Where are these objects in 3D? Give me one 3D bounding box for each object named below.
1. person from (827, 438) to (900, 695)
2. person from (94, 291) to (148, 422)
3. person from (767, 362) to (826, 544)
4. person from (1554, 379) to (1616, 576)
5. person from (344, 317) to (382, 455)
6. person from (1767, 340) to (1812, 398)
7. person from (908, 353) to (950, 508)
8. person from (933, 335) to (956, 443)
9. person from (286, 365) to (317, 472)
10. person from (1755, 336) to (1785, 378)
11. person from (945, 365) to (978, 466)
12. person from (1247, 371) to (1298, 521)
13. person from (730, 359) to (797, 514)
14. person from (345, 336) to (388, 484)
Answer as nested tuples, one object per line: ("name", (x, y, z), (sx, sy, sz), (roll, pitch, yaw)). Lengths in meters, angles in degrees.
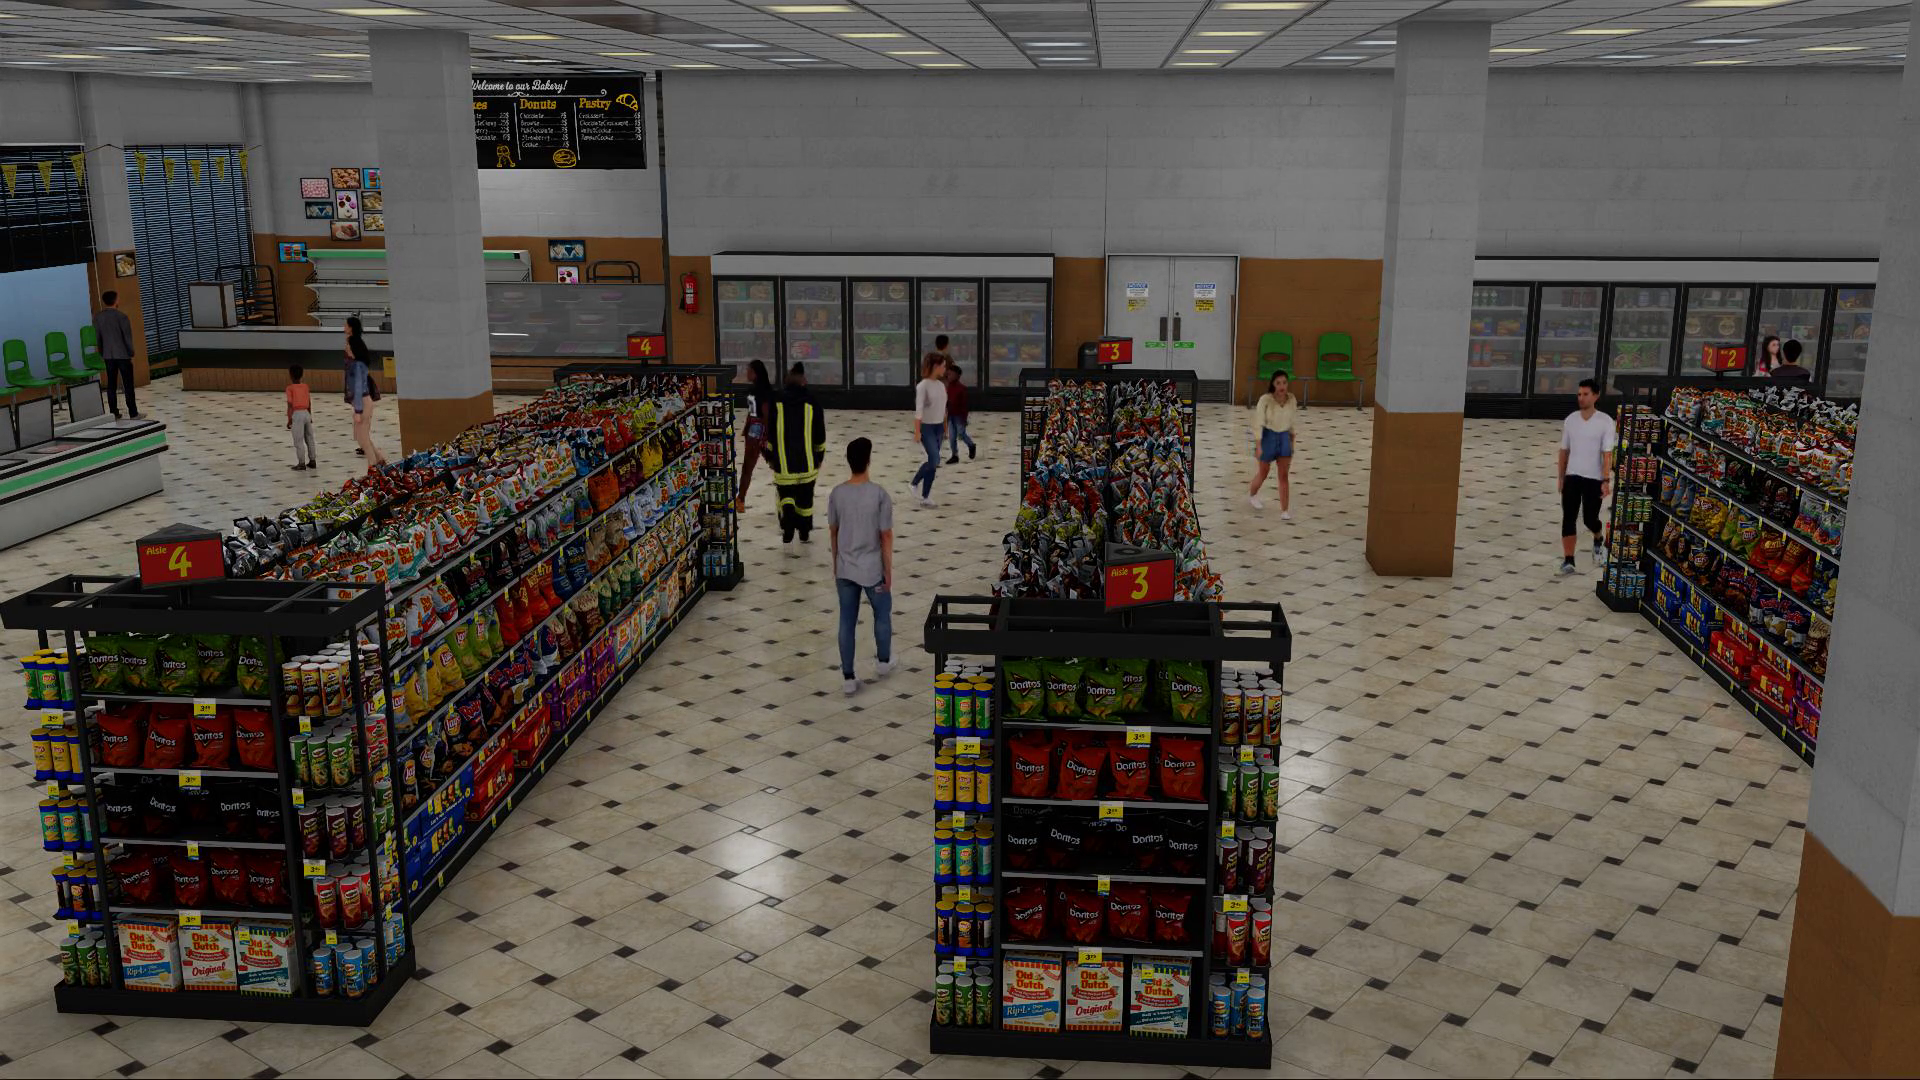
("person", (-0.758, 0.222, 12.195), (0.805, 1.854, 1.048), (4, 14, 14))
("person", (-12.194, -2.669, 24.074), (0.681, 1.874, 0.595), (1, 14, 3))
("person", (-1.653, -0.845, 16.614), (0.884, 1.844, 1.001), (-2, 14, -9))
("person", (5.883, -0.574, 15.563), (0.964, 1.813, 1.051), (13, 19, 42))
("person", (-7.800, -2.002, 21.533), (0.833, 1.774, 0.741), (-4, 14, -18))
("person", (9.156, -1.301, 18.487), (0.648, 1.849, 0.565), (1, 14, 2))
("person", (-0.395, -1.209, 18.407), (0.852, 1.708, 0.788), (12, 18, 41))
("person", (-0.266, -1.990, 22.242), (0.629, 1.417, 0.988), (2, 14, 8))
("person", (-8.134, -1.512, 20.501), (0.621, 1.310, 0.524), (9, 16, 33))
("person", (10.103, -1.767, 20.935), (0.822, 1.601, 0.964), (-5, 15, -21))
("person", (-0.004, -1.573, 20.892), (0.694, 1.242, 0.774), (11, 17, 38))
("person", (3.348, -1.025, 17.900), (0.883, 1.589, 1.223), (-3, 14, -14))
("person", (-2.065, -1.093, 17.998), (1.020, 1.674, 1.215), (-3, 14, -14))
("person", (-7.016, -1.527, 19.612), (0.840, 1.757, 0.719), (-1, 14, -5))
